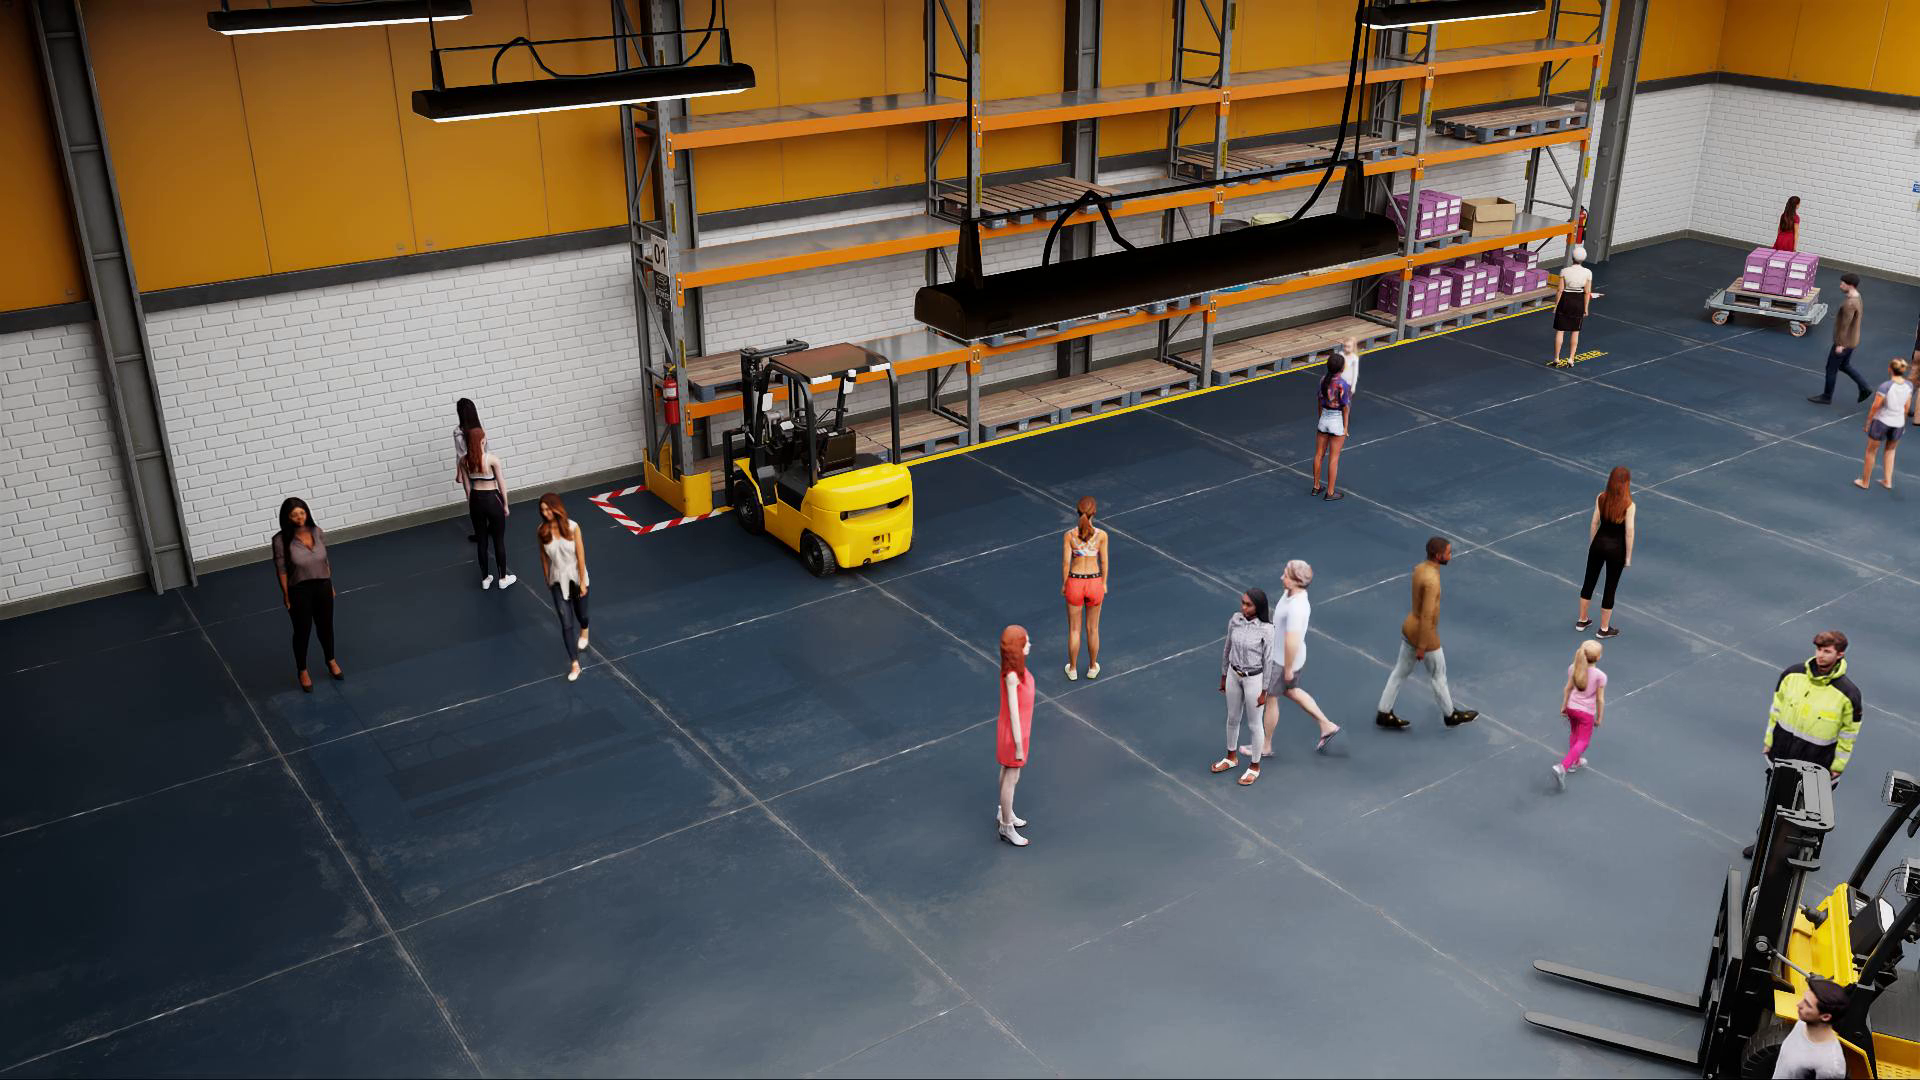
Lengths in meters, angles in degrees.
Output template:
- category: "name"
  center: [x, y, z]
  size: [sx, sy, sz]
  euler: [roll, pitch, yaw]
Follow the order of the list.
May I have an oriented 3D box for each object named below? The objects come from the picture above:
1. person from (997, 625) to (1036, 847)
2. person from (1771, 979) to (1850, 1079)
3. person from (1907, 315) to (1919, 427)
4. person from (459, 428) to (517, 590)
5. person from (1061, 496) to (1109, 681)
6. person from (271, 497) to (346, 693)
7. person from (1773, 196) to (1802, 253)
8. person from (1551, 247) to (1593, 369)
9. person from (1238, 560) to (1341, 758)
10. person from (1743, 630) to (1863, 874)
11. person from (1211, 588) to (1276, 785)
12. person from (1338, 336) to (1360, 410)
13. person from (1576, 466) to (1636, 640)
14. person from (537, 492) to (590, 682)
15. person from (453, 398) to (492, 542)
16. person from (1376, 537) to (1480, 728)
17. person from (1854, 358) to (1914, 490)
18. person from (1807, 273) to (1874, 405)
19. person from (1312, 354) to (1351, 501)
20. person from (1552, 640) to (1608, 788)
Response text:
- category: "person"
  center: [0.403, 1.481, 12.782]
  size: [0.690, 1.828, 0.668]
  euler: [0, 24, 0]
- category: "person"
  center: [4.479, 3.147, 8.927]
  size: [0.785, 1.863, 0.735]
  euler: [3, 24, 7]
- category: "person"
  center: [12.650, -2.438, 21.731]
  size: [0.727, 1.840, 0.761]
  euler: [-5, 24, -12]
- category: "person"
  center: [-4.852, -0.328, 17.029]
  size: [0.654, 1.741, 0.732]
  euler: [2, 24, 4]
- category: "person"
  center: [1.136, 0.441, 15.207]
  size: [0.662, 1.791, 0.745]
  euler: [0, 24, 0]
- category: "person"
  center: [-5.921, 0.470, 15.079]
  size: [0.761, 1.842, 0.614]
  euler: [19, 30, 37]
- category: "person"
  center: [13.895, -5.014, 27.984]
  size: [0.625, 1.554, 0.562]
  euler: [-12, 26, -26]
- category: "person"
  center: [8.773, -3.334, 23.888]
  size: [0.712, 1.755, 0.746]
  euler: [7, 24, 15]
- category: "person"
  center: [2.819, 1.000, 13.903]
  size: [1.115, 1.811, 1.090]
  euler: [5, 24, 12]
- category: "person"
  center: [6.324, 1.560, 12.410]
  size: [0.668, 1.983, 0.792]
  euler: [-19, 30, -37]
- category: "person"
  center: [2.350, 1.173, 13.618]
  size: [0.553, 1.724, 0.630]
  euler: [-22, 32, -40]
- category: "person"
  center: [5.003, -2.032, 21.510]
  size: [0.555, 1.273, 0.567]
  euler: [21, 31, 39]
- category: "person"
  center: [6.252, 0.100, 16.069]
  size: [0.520, 1.726, 0.588]
  euler: [-18, 29, -36]
- category: "person"
  center: [-3.605, 0.361, 15.447]
  size: [1.113, 1.745, 1.030]
  euler: [-2, 24, -4]
- category: "person"
  center: [-5.307, -0.776, 18.190]
  size: [0.741, 1.632, 0.612]
  euler: [12, 26, 25]
- category: "person"
  center: [3.868, 0.835, 14.325]
  size: [1.203, 1.776, 1.046]
  euler: [1, 24, 1]
- category: "person"
  center: [10.898, -1.342, 19.501]
  size: [0.673, 1.620, 0.769]
  euler: [-1, 24, -2]
- category: "person"
  center: [11.875, -2.633, 22.169]
  size: [1.028, 1.849, 1.060]
  euler: [19, 30, 37]
- category: "person"
  center: [4.311, -1.330, 19.318]
  size: [0.516, 1.743, 0.594]
  euler: [-17, 29, -34]
- category: "person"
  center: [5.072, 1.420, 13.639]
  size: [0.849, 1.254, 0.534]
  euler: [-19, 30, -37]
